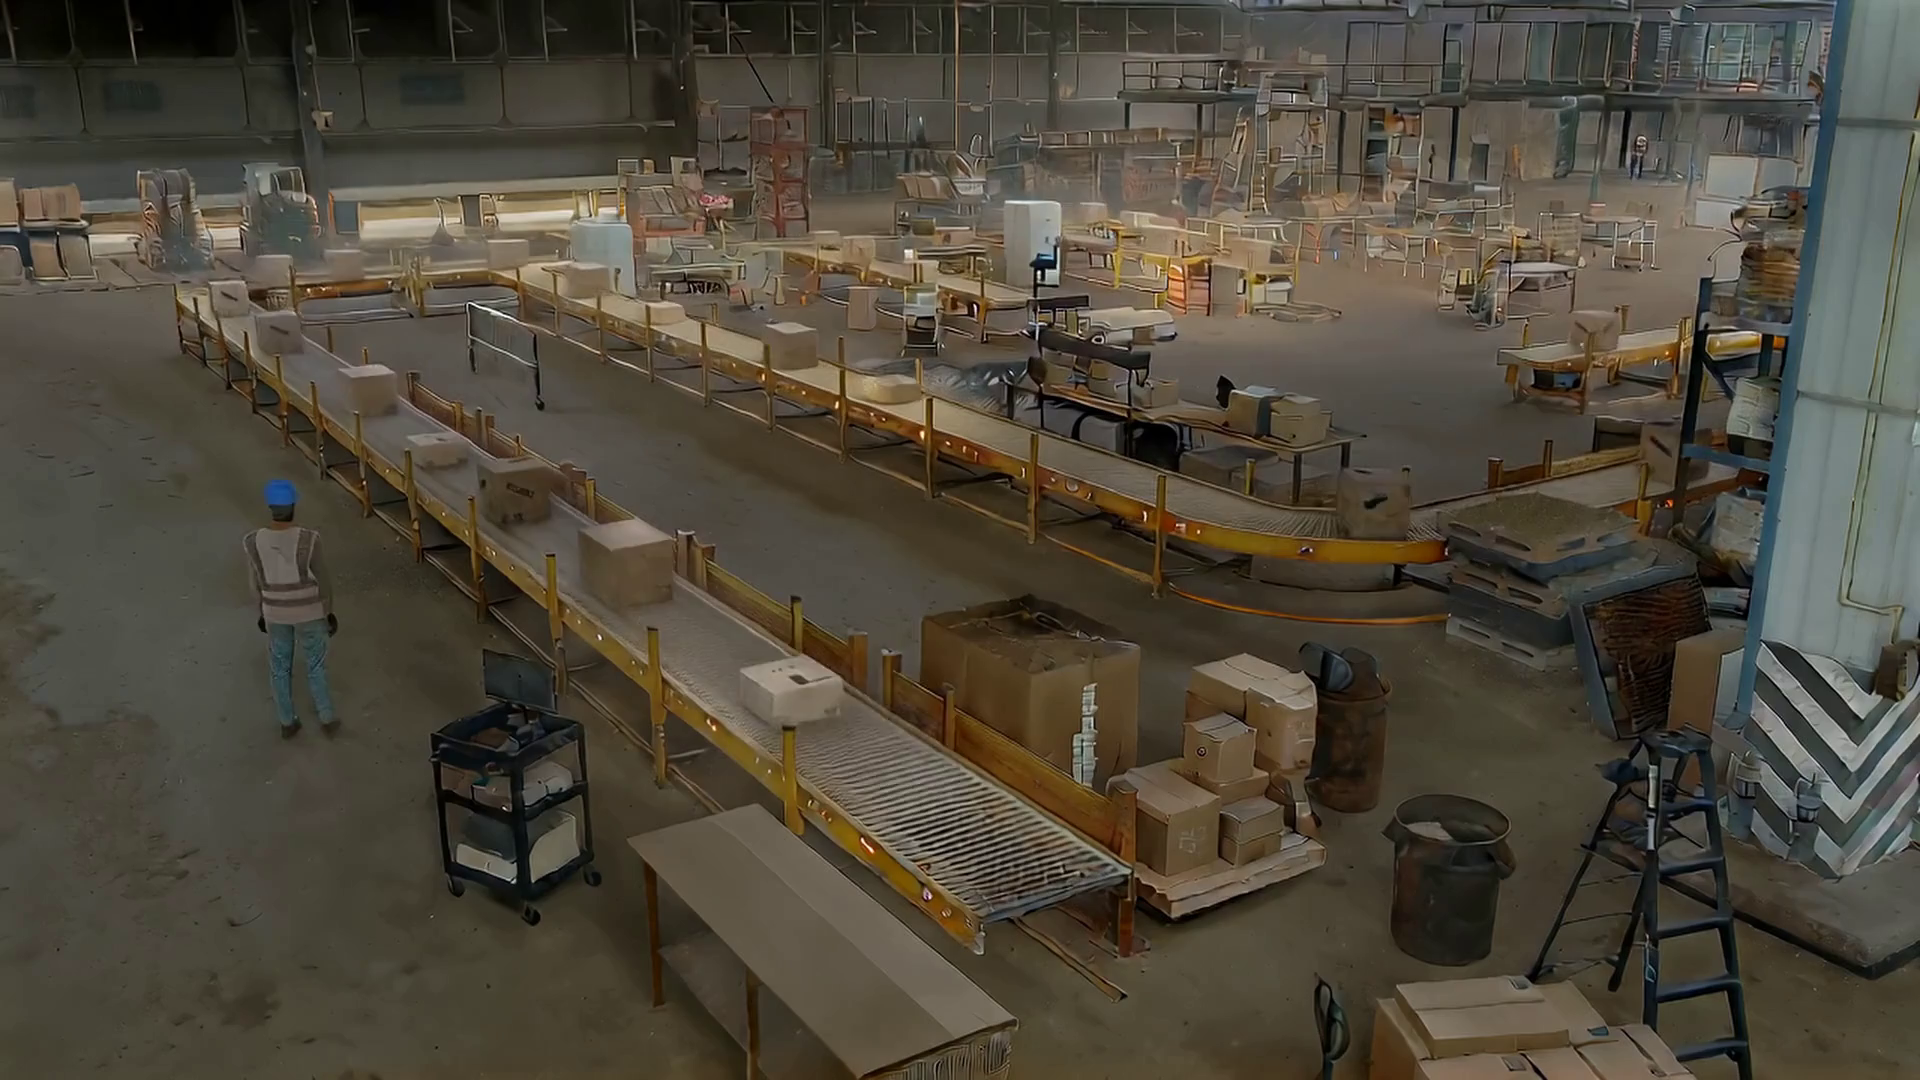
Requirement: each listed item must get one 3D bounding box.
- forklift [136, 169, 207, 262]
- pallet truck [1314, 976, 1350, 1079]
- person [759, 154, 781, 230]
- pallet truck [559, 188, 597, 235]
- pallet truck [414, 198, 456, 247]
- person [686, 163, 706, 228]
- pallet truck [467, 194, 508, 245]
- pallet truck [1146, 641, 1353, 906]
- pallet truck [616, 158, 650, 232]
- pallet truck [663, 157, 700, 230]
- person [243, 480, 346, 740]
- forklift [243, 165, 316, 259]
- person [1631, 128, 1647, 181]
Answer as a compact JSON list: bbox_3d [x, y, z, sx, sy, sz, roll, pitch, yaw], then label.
[{"bbox_3d":[-17.842,-7.318,37.559,1.157,1.987,2.680,-10,20,-31],"label":"forklift"},{"bbox_3d":[2.299,2.390,7.086,1.601,1.201,0.680,-2,17,-7],"label":"pallet truck"},{"bbox_3d":[-5.103,-9.383,44.888,0.639,2.031,0.482,2,17,8],"label":"person"},{"bbox_3d":[-10.010,-8.652,43.699,0.653,1.274,1.630,-10,20,-31],"label":"pallet truck"},{"bbox_3d":[-13.250,-8.060,41.856,0.680,1.201,1.601,-10,20,-31],"label":"pallet truck"},{"bbox_3d":[-6.900,-8.924,43.616,0.655,1.878,0.660,-8,19,-26],"label":"person"},{"bbox_3d":[-11.983,-8.177,42.137,0.704,1.261,1.522,-11,20,-33],"label":"pallet truck"},{"bbox_3d":[1.664,1.407,10.232,1.630,1.274,0.653,-10,20,-31],"label":"pallet truck"},{"bbox_3d":[-8.918,-9.176,44.255,0.823,1.965,1.885,-9,19,-27],"label":"pallet truck"},{"bbox_3d":[-7.586,-9.308,44.692,0.823,1.965,1.885,-11,20,-33],"label":"pallet truck"},{"bbox_3d":[-4.832,0.518,12.105,0.623,1.941,0.420,-1,17,-2],"label":"person"},{"bbox_3d":[-15.898,-7.669,38.708,1.157,1.987,2.680,-11,20,-33],"label":"forklift"},{"bbox_3d":[24.840,-14.115,60.884,0.572,1.883,0.355,12,20,35],"label":"person"}]
